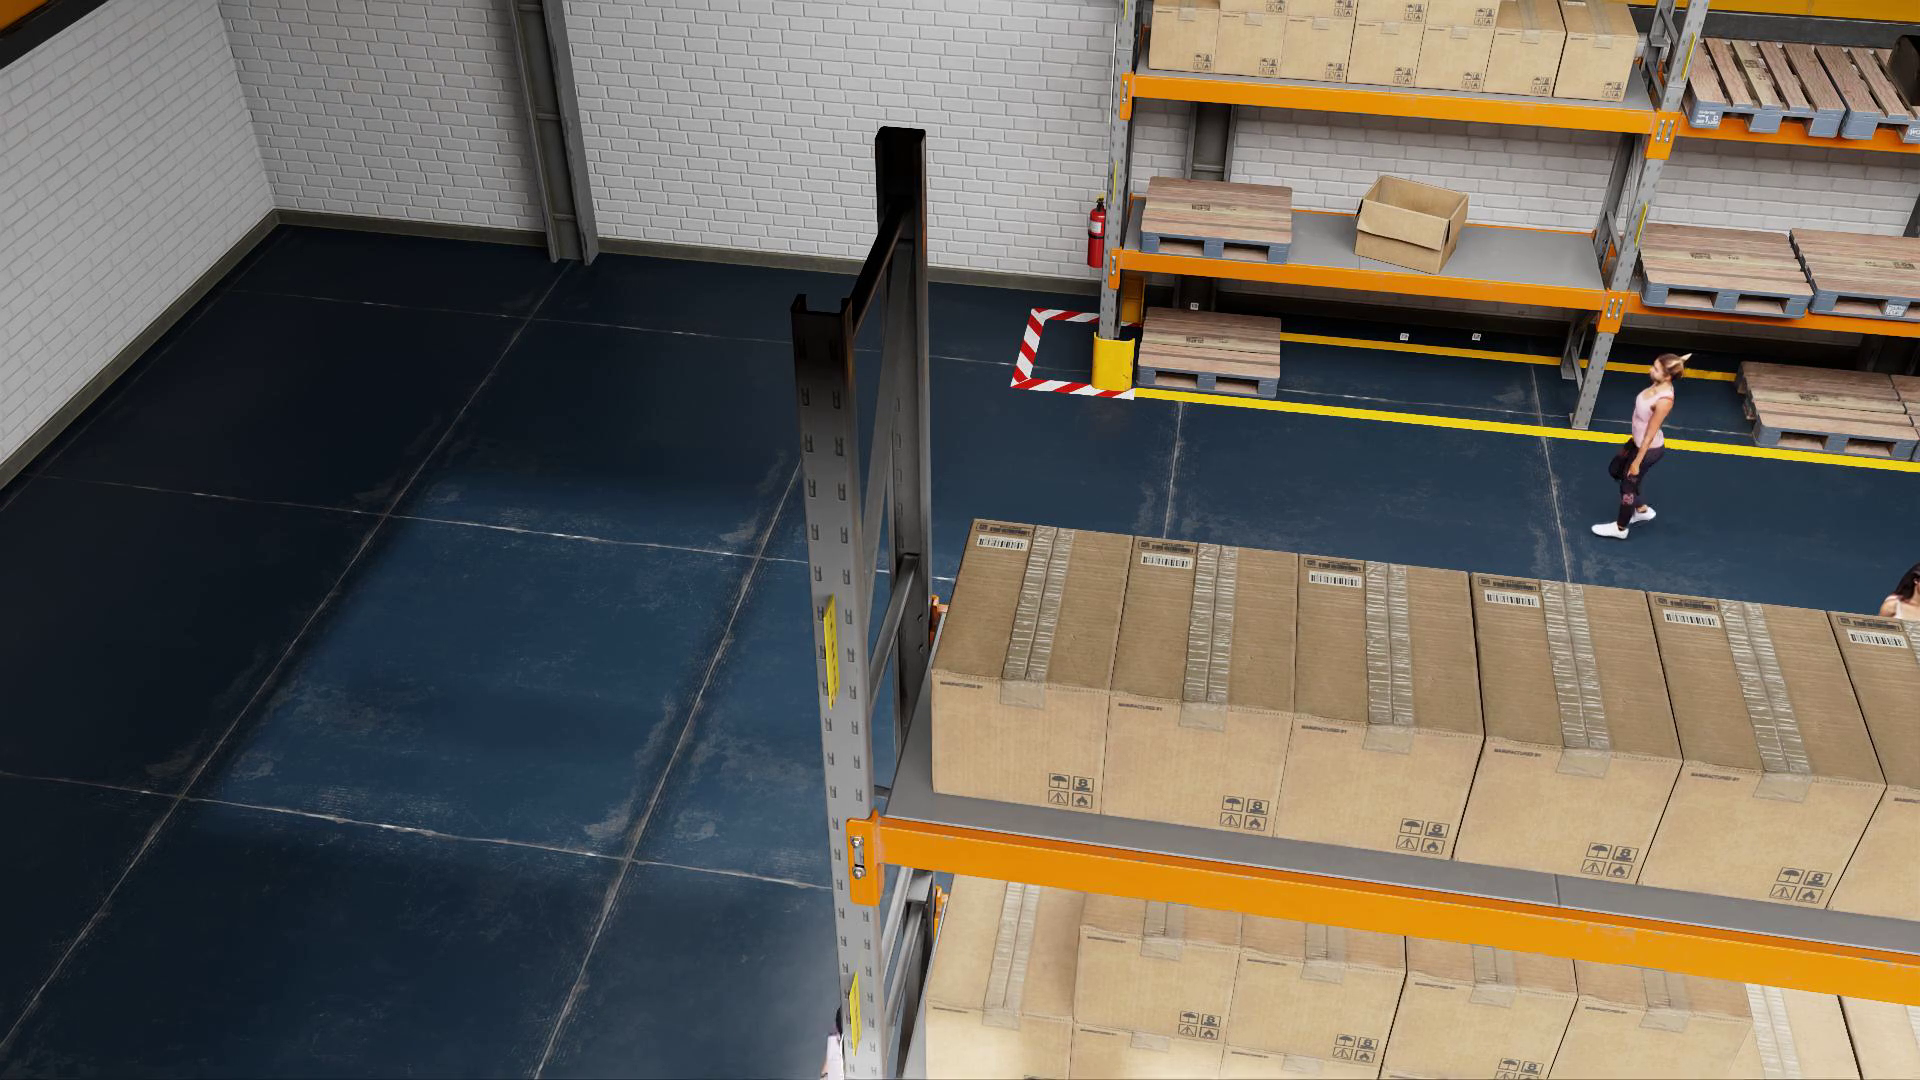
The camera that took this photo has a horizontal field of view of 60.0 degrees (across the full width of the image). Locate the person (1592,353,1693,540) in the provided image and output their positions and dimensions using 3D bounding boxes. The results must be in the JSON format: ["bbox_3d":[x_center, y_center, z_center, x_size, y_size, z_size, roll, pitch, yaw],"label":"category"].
[{"bbox_3d":[5.125,-0.681,12.272,0.681,1.632,0.602,11,40,13],"label":"person"}]
